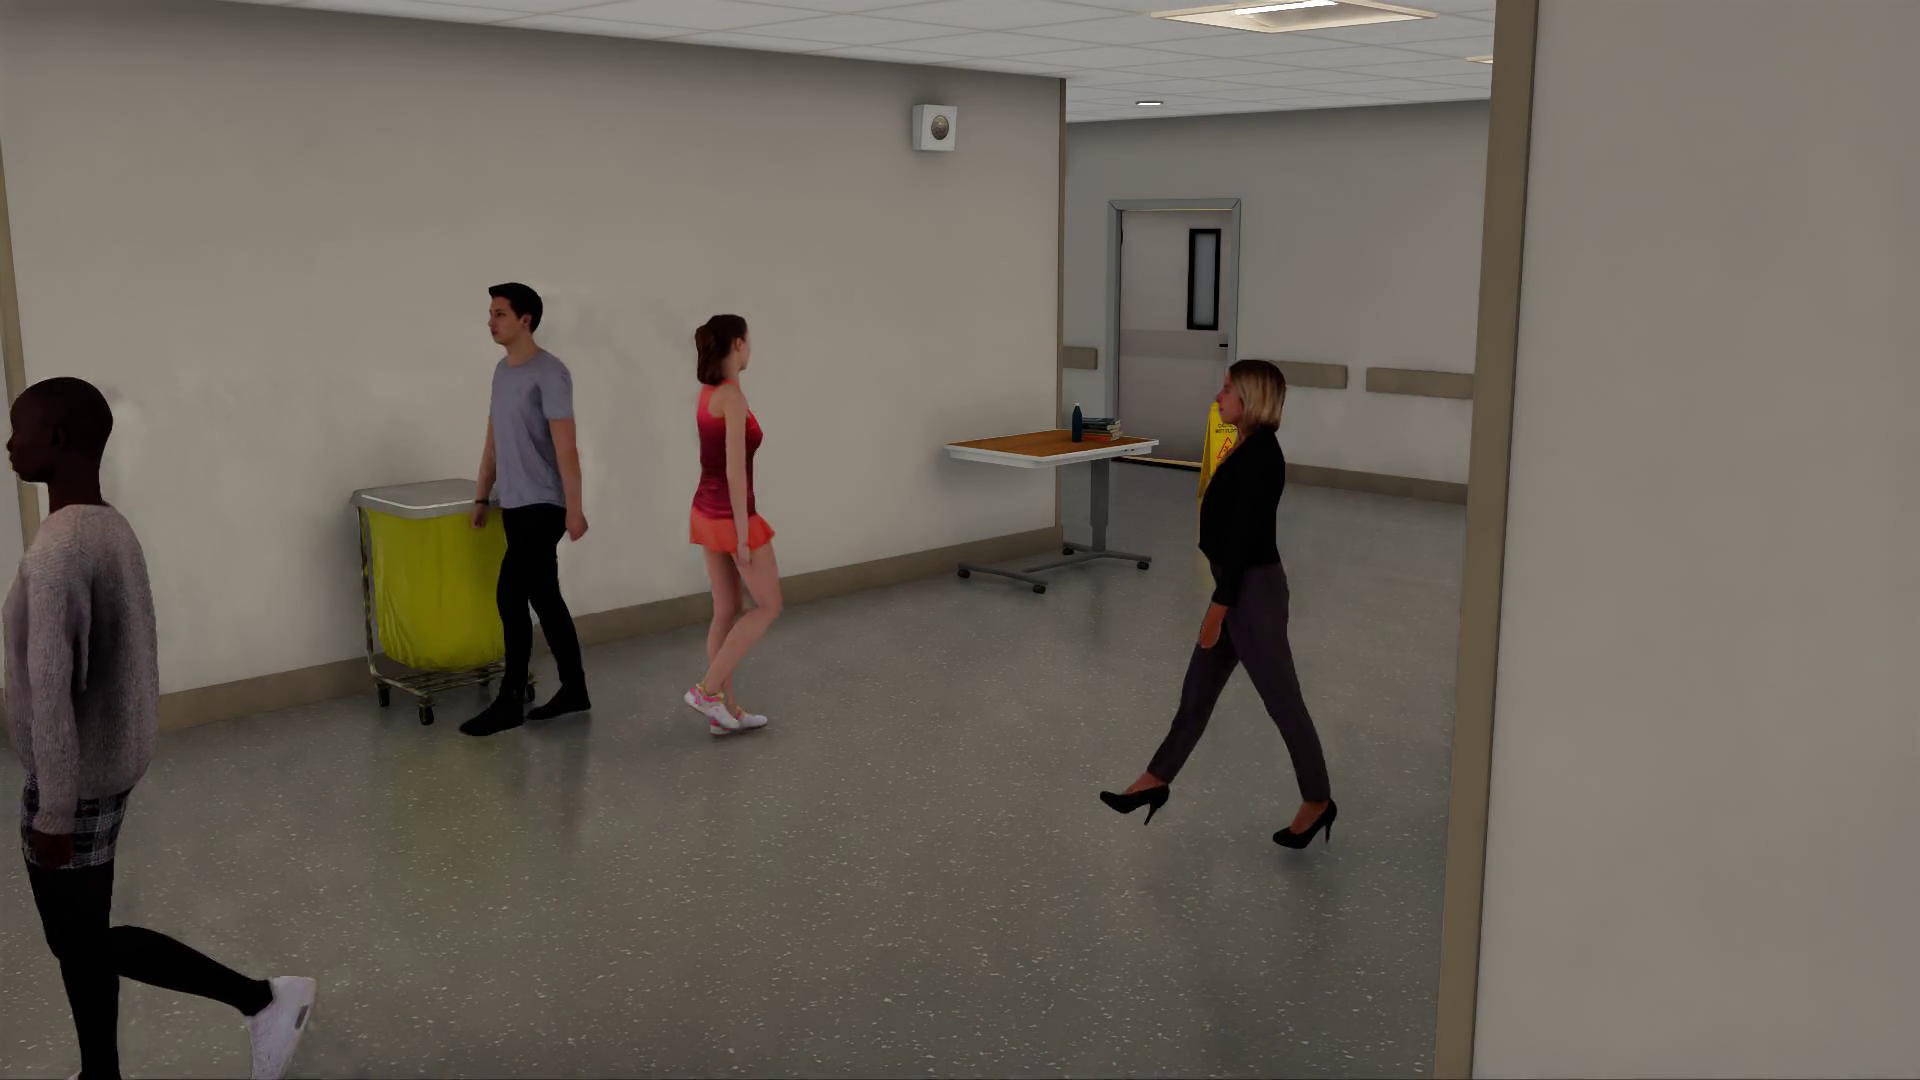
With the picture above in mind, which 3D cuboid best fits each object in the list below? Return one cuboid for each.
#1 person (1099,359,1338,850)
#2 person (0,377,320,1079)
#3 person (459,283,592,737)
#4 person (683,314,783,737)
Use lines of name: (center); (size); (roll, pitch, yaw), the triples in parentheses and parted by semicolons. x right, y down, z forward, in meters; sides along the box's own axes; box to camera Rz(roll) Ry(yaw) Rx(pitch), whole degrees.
person: (1.051, 0.259, 5.479); (1.114, 1.633, 0.995); (1, 11, 7)
person: (-1.864, 0.527, 3.738); (0.936, 1.755, 0.986); (-3, 11, -17)
person: (-1.704, -0.137, 6.993); (0.773, 1.847, 0.838); (-9, 14, -40)
person: (-1.022, -0.040, 6.787); (0.683, 1.732, 0.650); (-7, 13, -32)
